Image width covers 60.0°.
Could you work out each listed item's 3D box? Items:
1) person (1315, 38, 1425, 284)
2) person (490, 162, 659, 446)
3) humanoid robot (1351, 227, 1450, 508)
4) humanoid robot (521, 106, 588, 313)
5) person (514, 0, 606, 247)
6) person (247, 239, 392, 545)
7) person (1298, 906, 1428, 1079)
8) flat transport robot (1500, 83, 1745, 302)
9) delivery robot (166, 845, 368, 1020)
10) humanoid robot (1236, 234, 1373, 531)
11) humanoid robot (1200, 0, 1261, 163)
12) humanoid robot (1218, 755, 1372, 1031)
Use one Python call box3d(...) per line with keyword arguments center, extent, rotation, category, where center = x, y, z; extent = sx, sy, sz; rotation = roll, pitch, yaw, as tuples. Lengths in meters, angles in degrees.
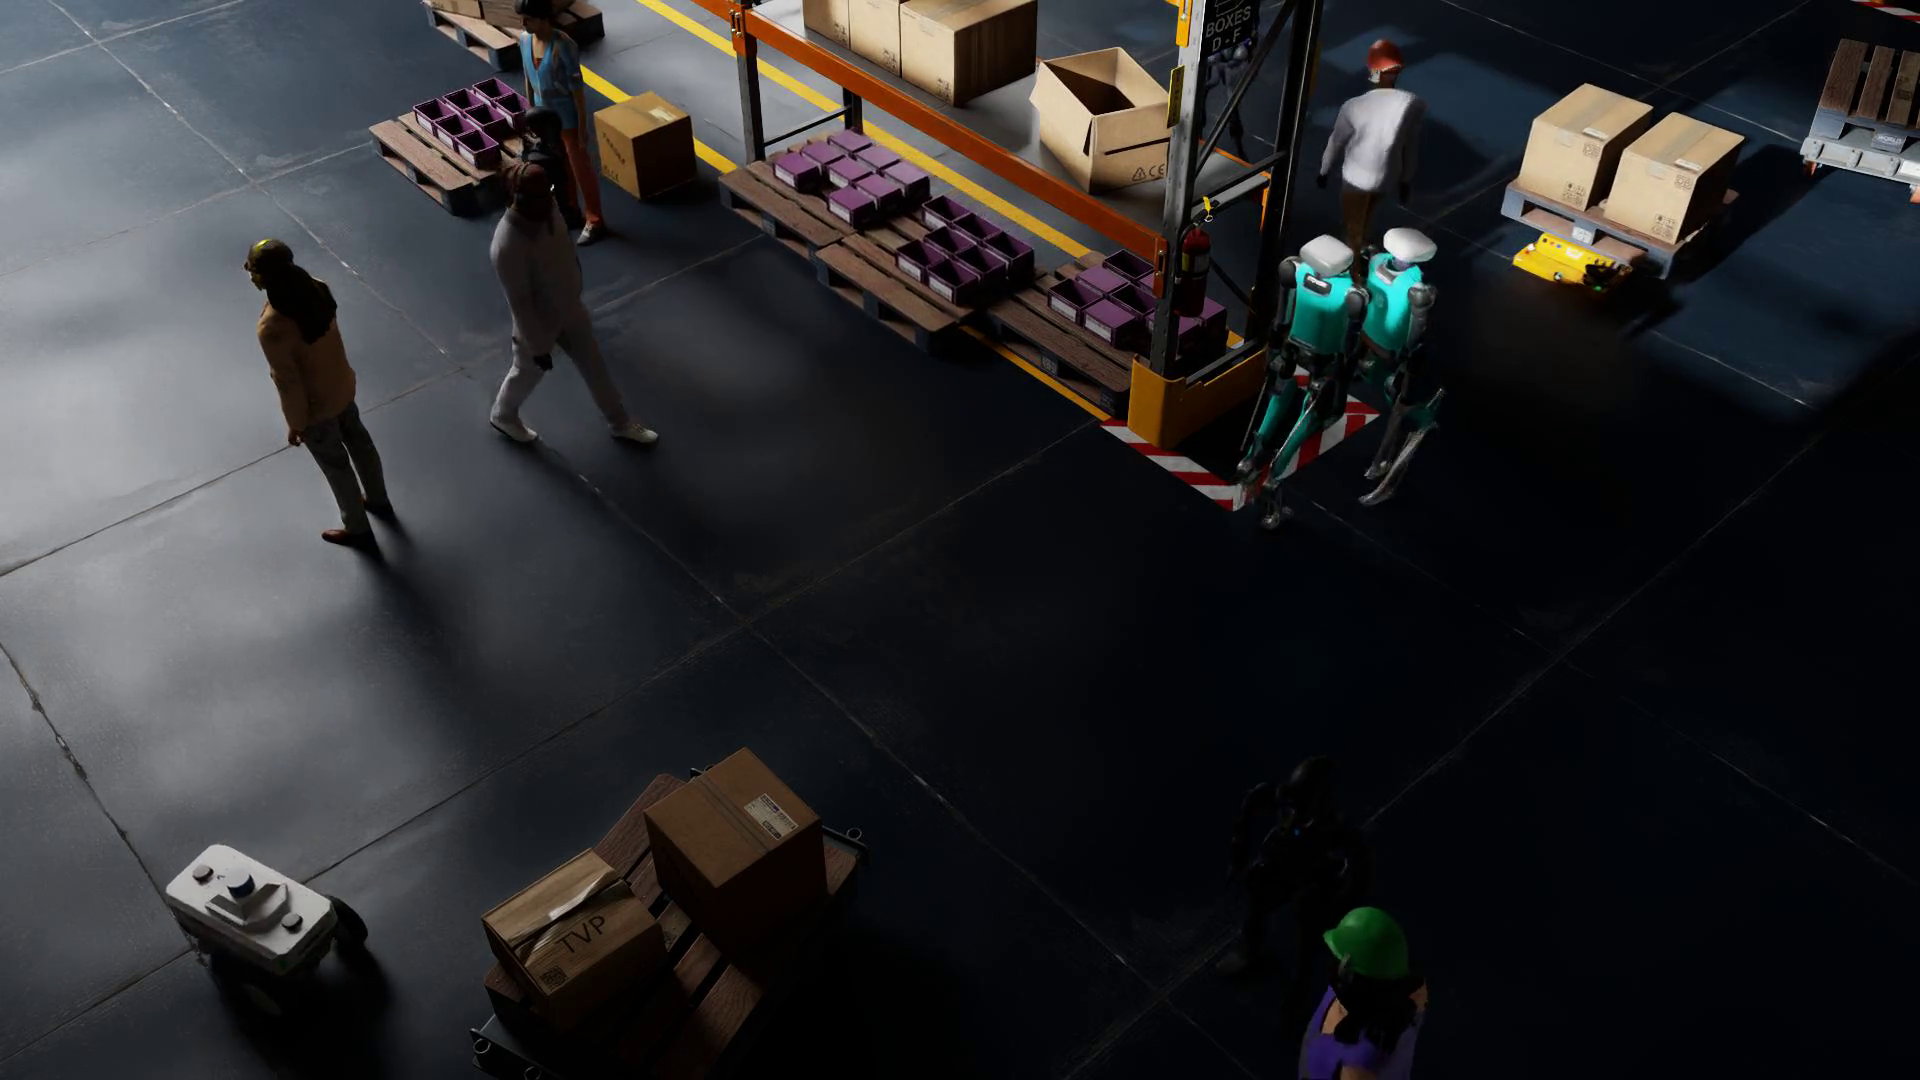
box3d(center=(2.605, -2.305, 10.540), extent=(0.570, 1.715, 0.783), rotation=(-12, 44, -13), category="person")
box3d(center=(-2.335, -1.286, 9.321), extent=(0.997, 1.857, 0.668), rotation=(11, 44, 11), category="person")
box3d(center=(2.436, -0.949, 9.045), extent=(0.709, 1.798, 0.531), rotation=(-21, 47, -21), category="humanoid robot")
box3d(center=(-2.496, -1.914, 10.142), extent=(0.392, 1.630, 0.608), rotation=(2, 43, 2), category="humanoid robot")
box3d(center=(-2.674, -2.803, 11.045), extent=(0.501, 1.759, 0.338), rotation=(22, 47, 22), category="person")
box3d(center=(-3.356, -0.757, 8.734), extent=(0.403, 1.877, 0.554), rotation=(10, 43, 10), category="person")
box3d(center=(1.231, 1.966, 5.773), extent=(0.847, 1.868, 0.521), rotation=(-1, 43, -1), category="person")
box3d(center=(4.454, -2.117, 11.398), extent=(0.659, 0.231, 1.431), rotation=(32, 52, 30), category="flat transport robot")
box3d(center=(-2.971, 1.635, 7.119), extent=(0.784, 0.613, 0.520), rotation=(20, 46, 20), category="delivery robot")
box3d(center=(1.713, -0.694, 8.811), extent=(0.532, 1.852, 0.691), rotation=(34, 52, 31), category="humanoid robot")
box3d(center=(1.868, -3.379, 11.752), extent=(0.610, 1.634, 0.707), rotation=(-13, 44, -14), category="humanoid robot")
box3d(center=(1.343, 1.360, 6.575), extent=(0.615, 1.635, 0.420), rotation=(25, 48, 25), category="humanoid robot")
